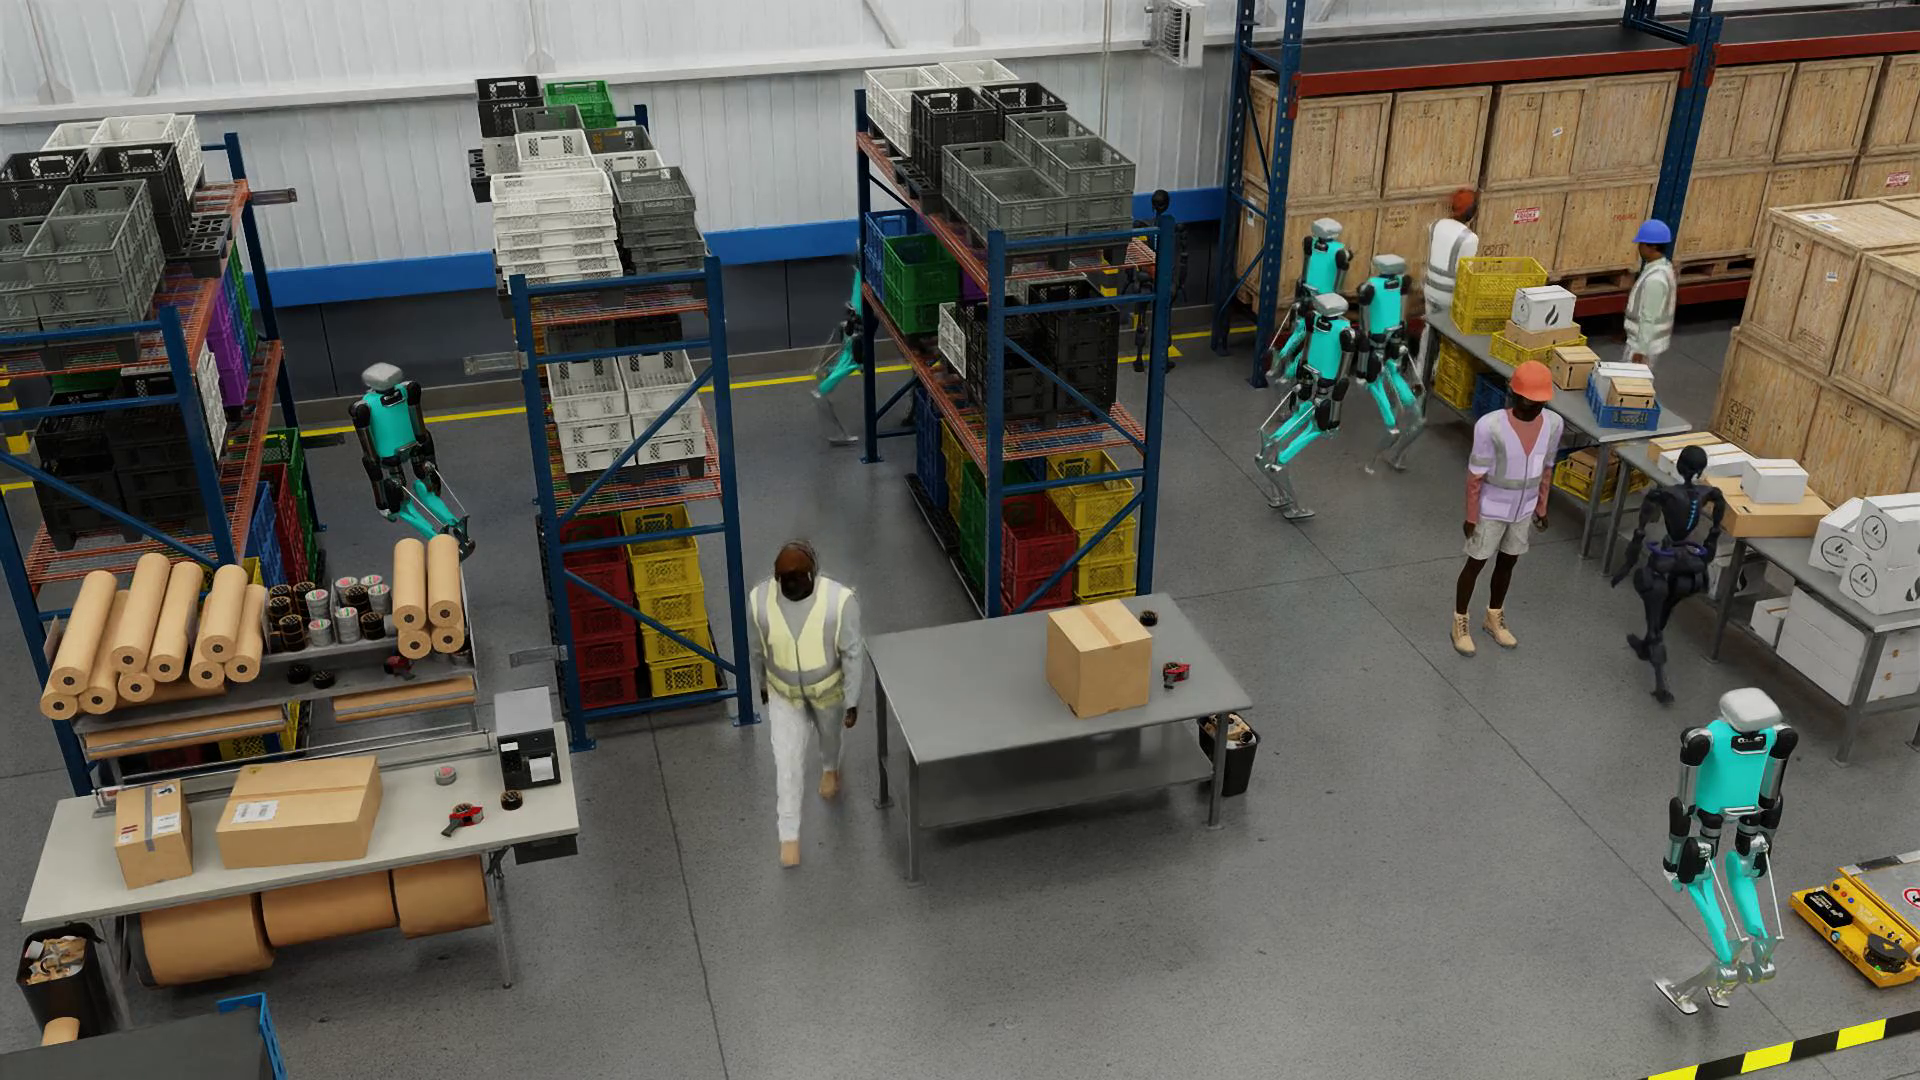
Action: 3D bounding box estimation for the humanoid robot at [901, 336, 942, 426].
[{"bbox_3d":[-0.305,-1.739,13.868,0.495,1.643,0.596,-7,30,-13],"label":"humanoid robot"}]

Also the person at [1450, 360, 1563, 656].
[{"bbox_3d":[3.521,-0.202,10.688,0.604,2.045,0.380,-6,29,-12],"label":"person"}]

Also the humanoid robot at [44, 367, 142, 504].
[{"bbox_3d":[-6.450,-0.951,12.413,0.599,1.657,0.315,-24,37,-36],"label":"humanoid robot"}]

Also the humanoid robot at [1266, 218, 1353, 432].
[{"bbox_3d":[2.784,-1.743,13.835,0.793,1.798,0.547,-14,32,-24],"label":"humanoid robot"}]

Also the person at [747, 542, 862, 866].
[{"bbox_3d":[-0.839,0.817,9.102,0.623,1.791,0.999,1,29,1],"label":"person"}]

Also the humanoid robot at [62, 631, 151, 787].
[{"bbox_3d":[-4.375,1.135,8.643,0.590,1.641,0.616,-10,30,-18],"label":"humanoid robot"}]

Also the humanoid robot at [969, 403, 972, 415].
[{"bbox_3d":[0.202,-1.709,13.817,0.533,1.645,0.604,-1,29,-2],"label":"humanoid robot"}]

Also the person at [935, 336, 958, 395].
[{"bbox_3d":[-0.004,-1.979,14.164,0.656,1.812,0.426,3,29,5],"label":"person"}]

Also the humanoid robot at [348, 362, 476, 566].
[{"bbox_3d":[-3.573,-0.334,11.109,0.735,1.673,0.533,18,33,29],"label":"humanoid robot"}]

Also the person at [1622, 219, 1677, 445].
[{"bbox_3d":[5.477,-1.617,13.376,0.446,1.931,0.673,11,31,19],"label":"person"}]

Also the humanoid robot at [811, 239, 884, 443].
[{"bbox_3d":[-0.966,-1.515,13.463,0.796,1.833,0.538,-10,30,-18],"label":"humanoid robot"}]

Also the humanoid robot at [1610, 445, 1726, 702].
[{"bbox_3d":[4.447,0.180,10.441,0.601,1.639,0.798,-1,29,-2],"label":"humanoid robot"}]

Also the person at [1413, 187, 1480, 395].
[{"bbox_3d":[4.215,-2.123,14.361,0.426,1.866,0.587,-15,32,-25],"label":"person"}]

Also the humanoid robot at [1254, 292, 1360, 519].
[{"bbox_3d":[2.481,-0.964,12.286,0.732,1.691,0.531,-13,31,-23],"label":"humanoid robot"}]

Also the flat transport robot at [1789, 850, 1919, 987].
[{"bbox_3d":[5.163,1.916,8.676,1.431,0.231,0.659,-8,30,-14],"label":"flat transport robot"}]

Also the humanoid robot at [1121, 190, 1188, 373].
[{"bbox_3d":[1.744,-2.321,14.907,0.599,1.657,0.315,7,29,12],"label":"humanoid robot"}]

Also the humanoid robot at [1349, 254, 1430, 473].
[{"bbox_3d":[3.433,-1.297,12.994,0.531,1.765,0.785,-19,34,-31],"label":"humanoid robot"}]

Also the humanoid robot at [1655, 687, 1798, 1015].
[{"bbox_3d":[3.596,1.546,7.681,0.533,1.681,0.735,-3,29,-6],"label":"humanoid robot"}]
